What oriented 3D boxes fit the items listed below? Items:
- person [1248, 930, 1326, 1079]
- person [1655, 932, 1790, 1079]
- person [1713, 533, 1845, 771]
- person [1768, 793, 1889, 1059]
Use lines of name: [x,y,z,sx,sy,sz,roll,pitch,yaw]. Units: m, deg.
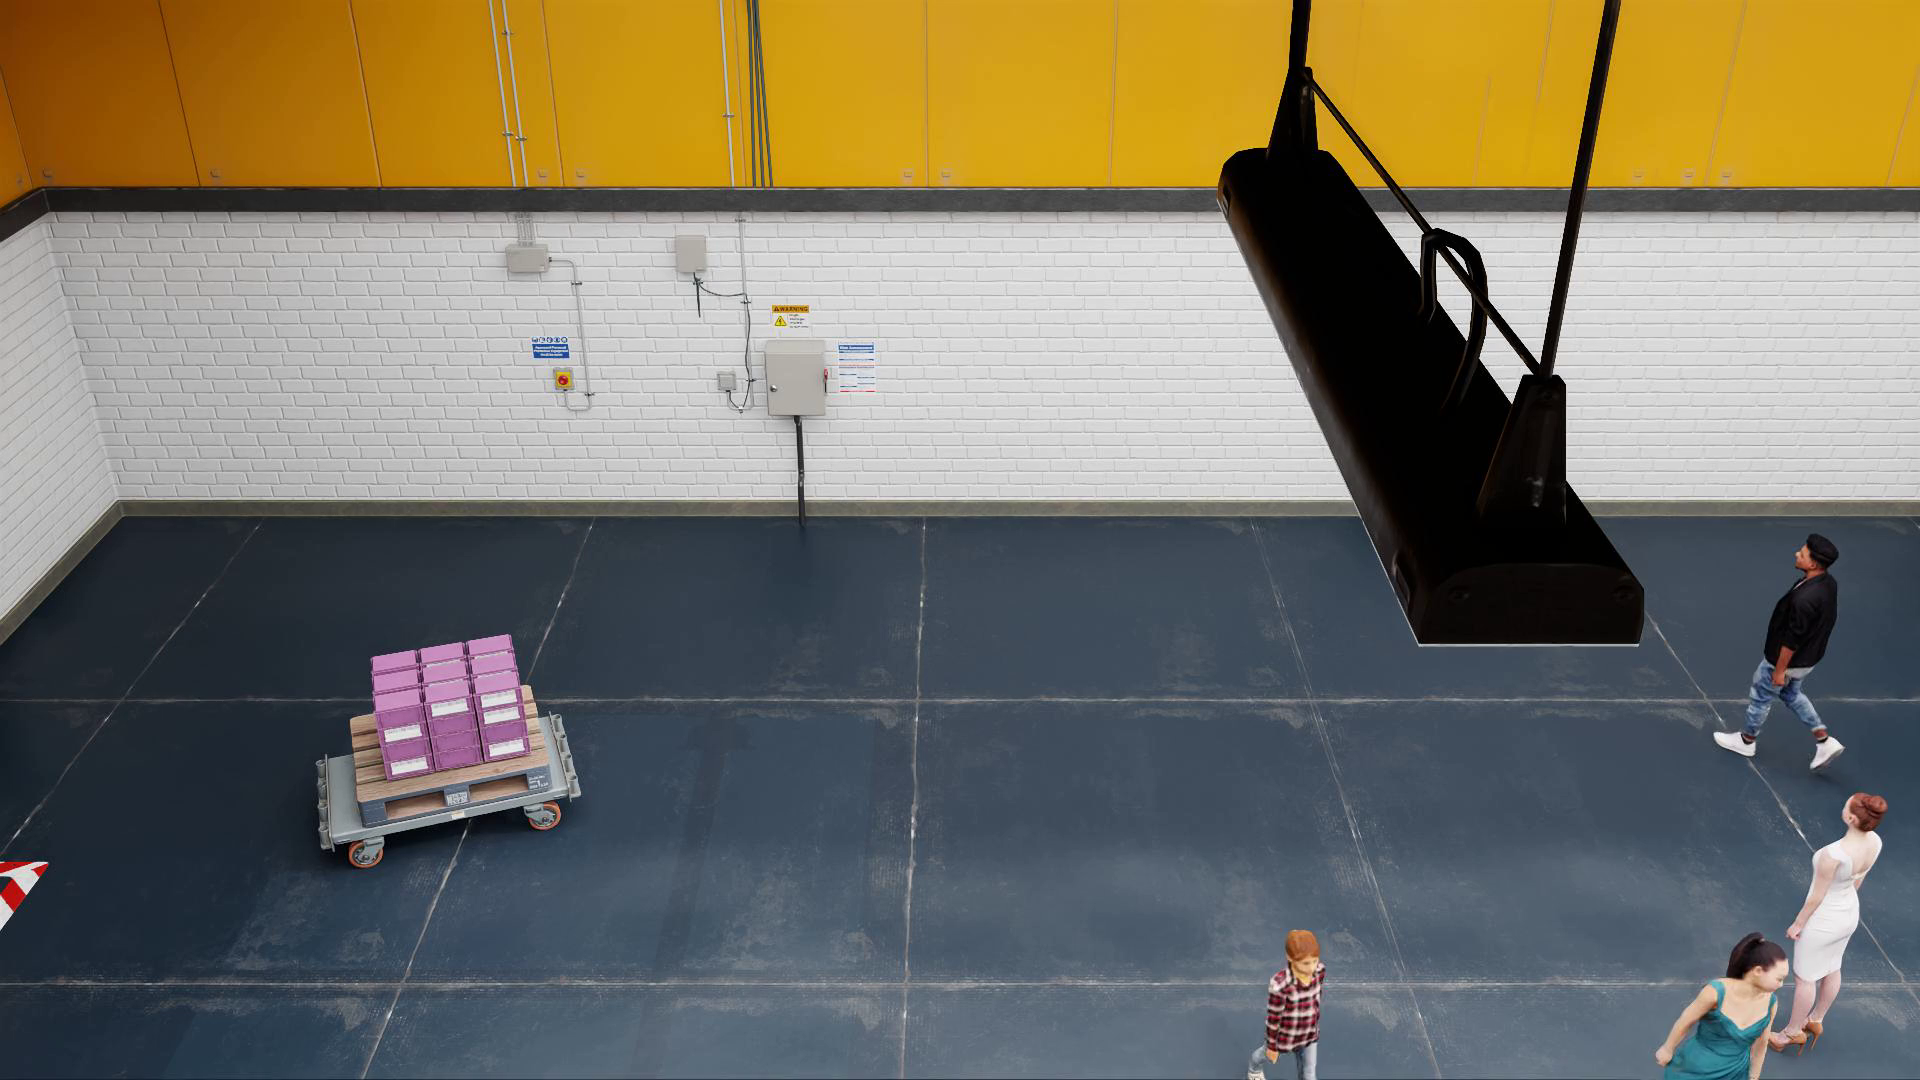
person: [1.705,2.535,8.765,0.777,1.270,0.996,-12,31,-20]
person: [3.660,2.588,8.249,0.719,1.670,0.563,10,30,17]
person: [5.795,0.793,11.412,1.080,1.794,1.155,-25,37,-38]
person: [4.726,2.086,9.044,0.629,1.792,0.612,-13,31,-22]
